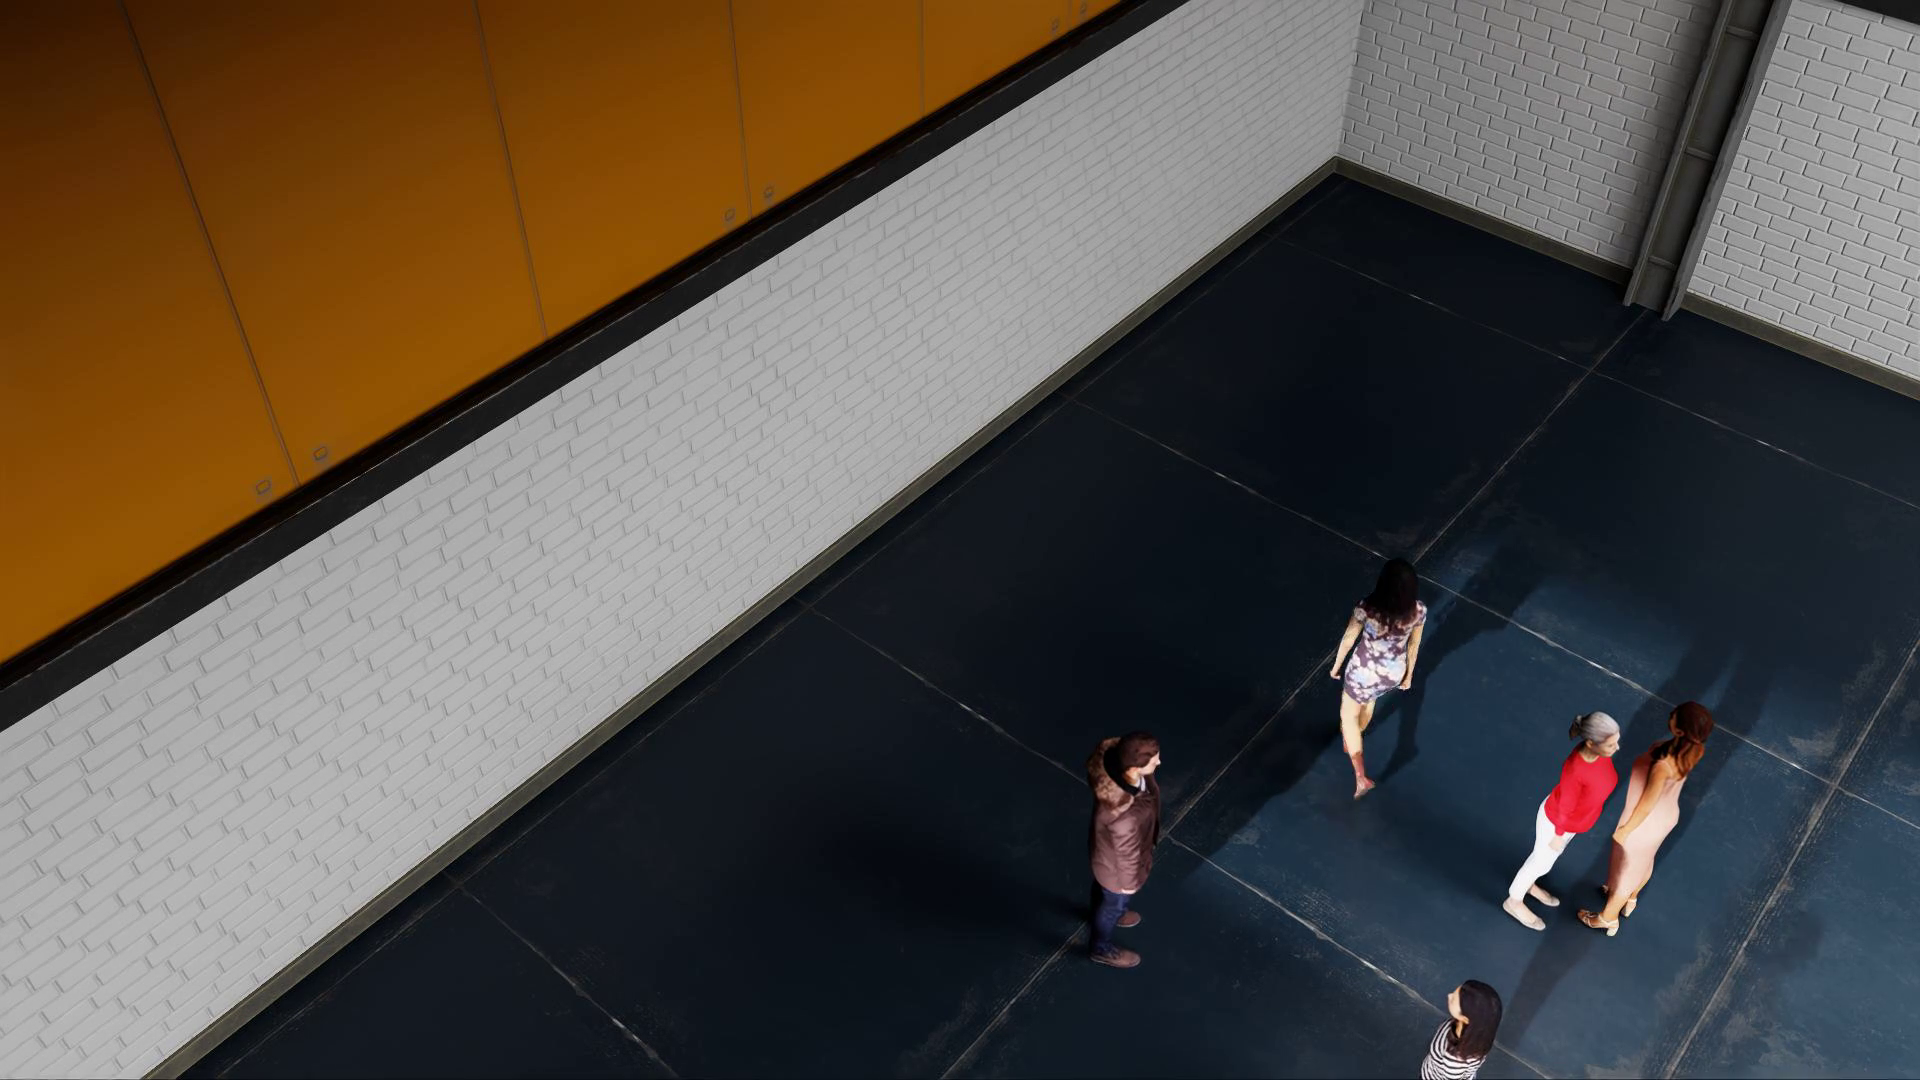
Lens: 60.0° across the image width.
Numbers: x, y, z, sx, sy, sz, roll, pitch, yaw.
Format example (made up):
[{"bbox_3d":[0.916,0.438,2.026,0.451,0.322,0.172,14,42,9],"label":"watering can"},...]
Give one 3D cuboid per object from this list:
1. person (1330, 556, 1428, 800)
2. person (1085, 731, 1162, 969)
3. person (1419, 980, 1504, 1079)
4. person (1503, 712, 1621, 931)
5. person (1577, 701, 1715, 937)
[{"bbox_3d":[2.476,0.847,9.885,1.021,1.713,1.048,0,44,0],"label":"person"},{"bbox_3d":[0.850,1.645,8.954,0.894,1.843,0.863,2,44,2],"label":"person"},{"bbox_3d":[2.309,2.638,7.944,0.511,1.797,0.602,24,49,23],"label":"person"},{"bbox_3d":[3.322,1.535,9.177,0.541,1.694,0.547,34,53,31],"label":"person"},{"bbox_3d":[3.763,1.527,9.086,0.624,1.831,0.570,-30,51,-28],"label":"person"}]
